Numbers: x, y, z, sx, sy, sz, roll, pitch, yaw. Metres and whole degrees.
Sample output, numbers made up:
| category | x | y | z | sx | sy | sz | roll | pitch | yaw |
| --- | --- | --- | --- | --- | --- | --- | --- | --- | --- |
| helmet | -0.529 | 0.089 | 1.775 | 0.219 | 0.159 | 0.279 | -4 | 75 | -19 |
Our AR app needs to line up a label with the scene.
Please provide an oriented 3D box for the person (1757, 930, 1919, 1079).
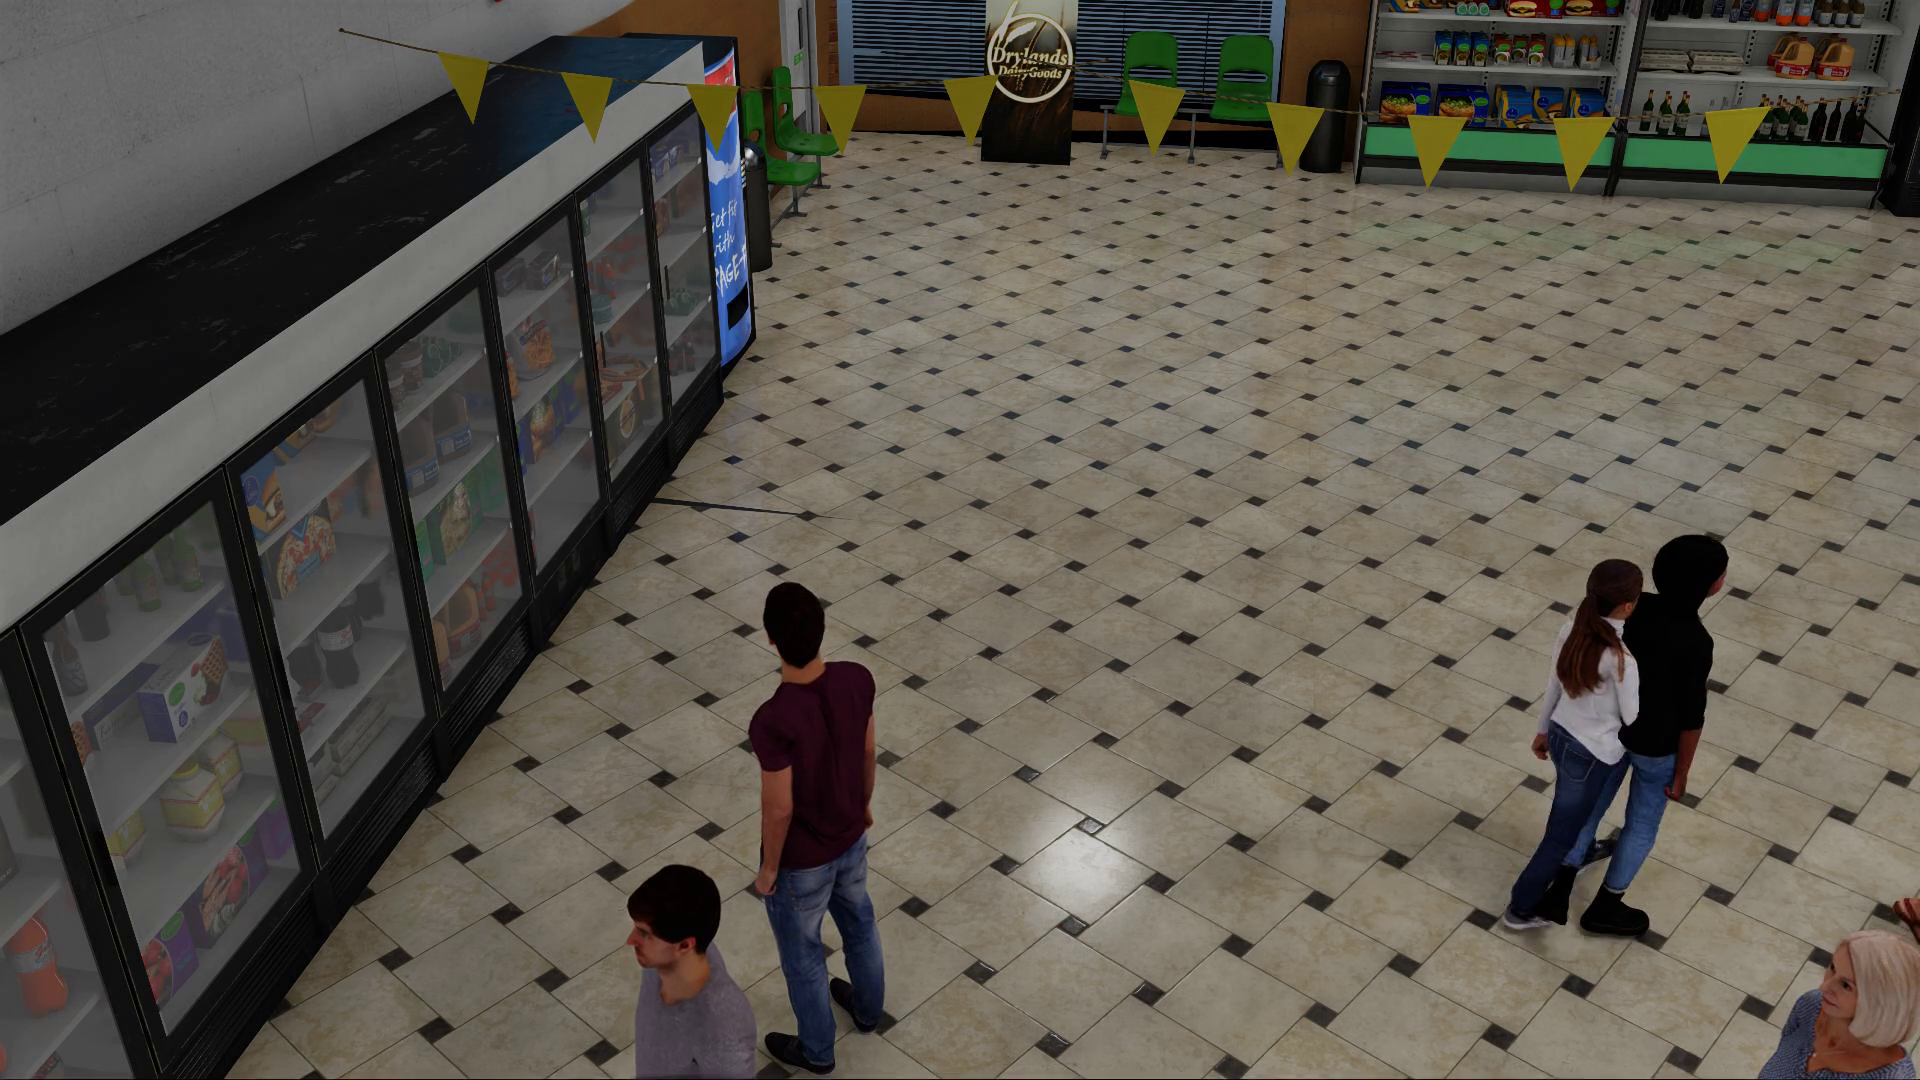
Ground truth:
| category | x | y | z | sx | sy | sz | roll | pitch | yaw |
| --- | --- | --- | --- | --- | --- | --- | --- | --- | --- |
| person | 2.190 | 1.682 | 4.291 | 0.613 | 1.722 | 0.619 | -5 | 29 | -9 |

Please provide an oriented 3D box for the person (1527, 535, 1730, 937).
| category | x | y | z | sx | sy | sz | roll | pitch | yaw |
| --- | --- | --- | --- | --- | --- | --- | --- | --- | --- |
| person | 2.446 | 0.745 | 6.052 | 0.880 | 1.679 | 0.815 | -23 | 36 | -35 |

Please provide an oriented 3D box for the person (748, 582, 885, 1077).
| category | x | y | z | sx | sy | sz | roll | pitch | yaw |
| --- | --- | --- | --- | --- | --- | --- | --- | --- | --- |
| person | -0.470 | 0.967 | 5.466 | 0.738 | 1.851 | 0.733 | 23 | 36 | 36 |

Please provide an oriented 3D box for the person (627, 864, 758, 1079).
| category | x | y | z | sx | sy | sz | roll | pitch | yaw |
| --- | --- | --- | --- | --- | --- | --- | --- | --- | --- |
| person | -0.673 | 1.585 | 4.342 | 0.771 | 1.843 | 0.729 | -16 | 32 | -27 |

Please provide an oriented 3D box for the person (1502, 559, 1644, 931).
| category | x | y | z | sx | sy | sz | roll | pitch | yaw |
| --- | --- | --- | --- | --- | --- | --- | --- | --- | --- |
| person | 2.228 | 0.797 | 6.113 | 0.966 | 1.530 | 0.814 | -11 | 31 | -20 |
